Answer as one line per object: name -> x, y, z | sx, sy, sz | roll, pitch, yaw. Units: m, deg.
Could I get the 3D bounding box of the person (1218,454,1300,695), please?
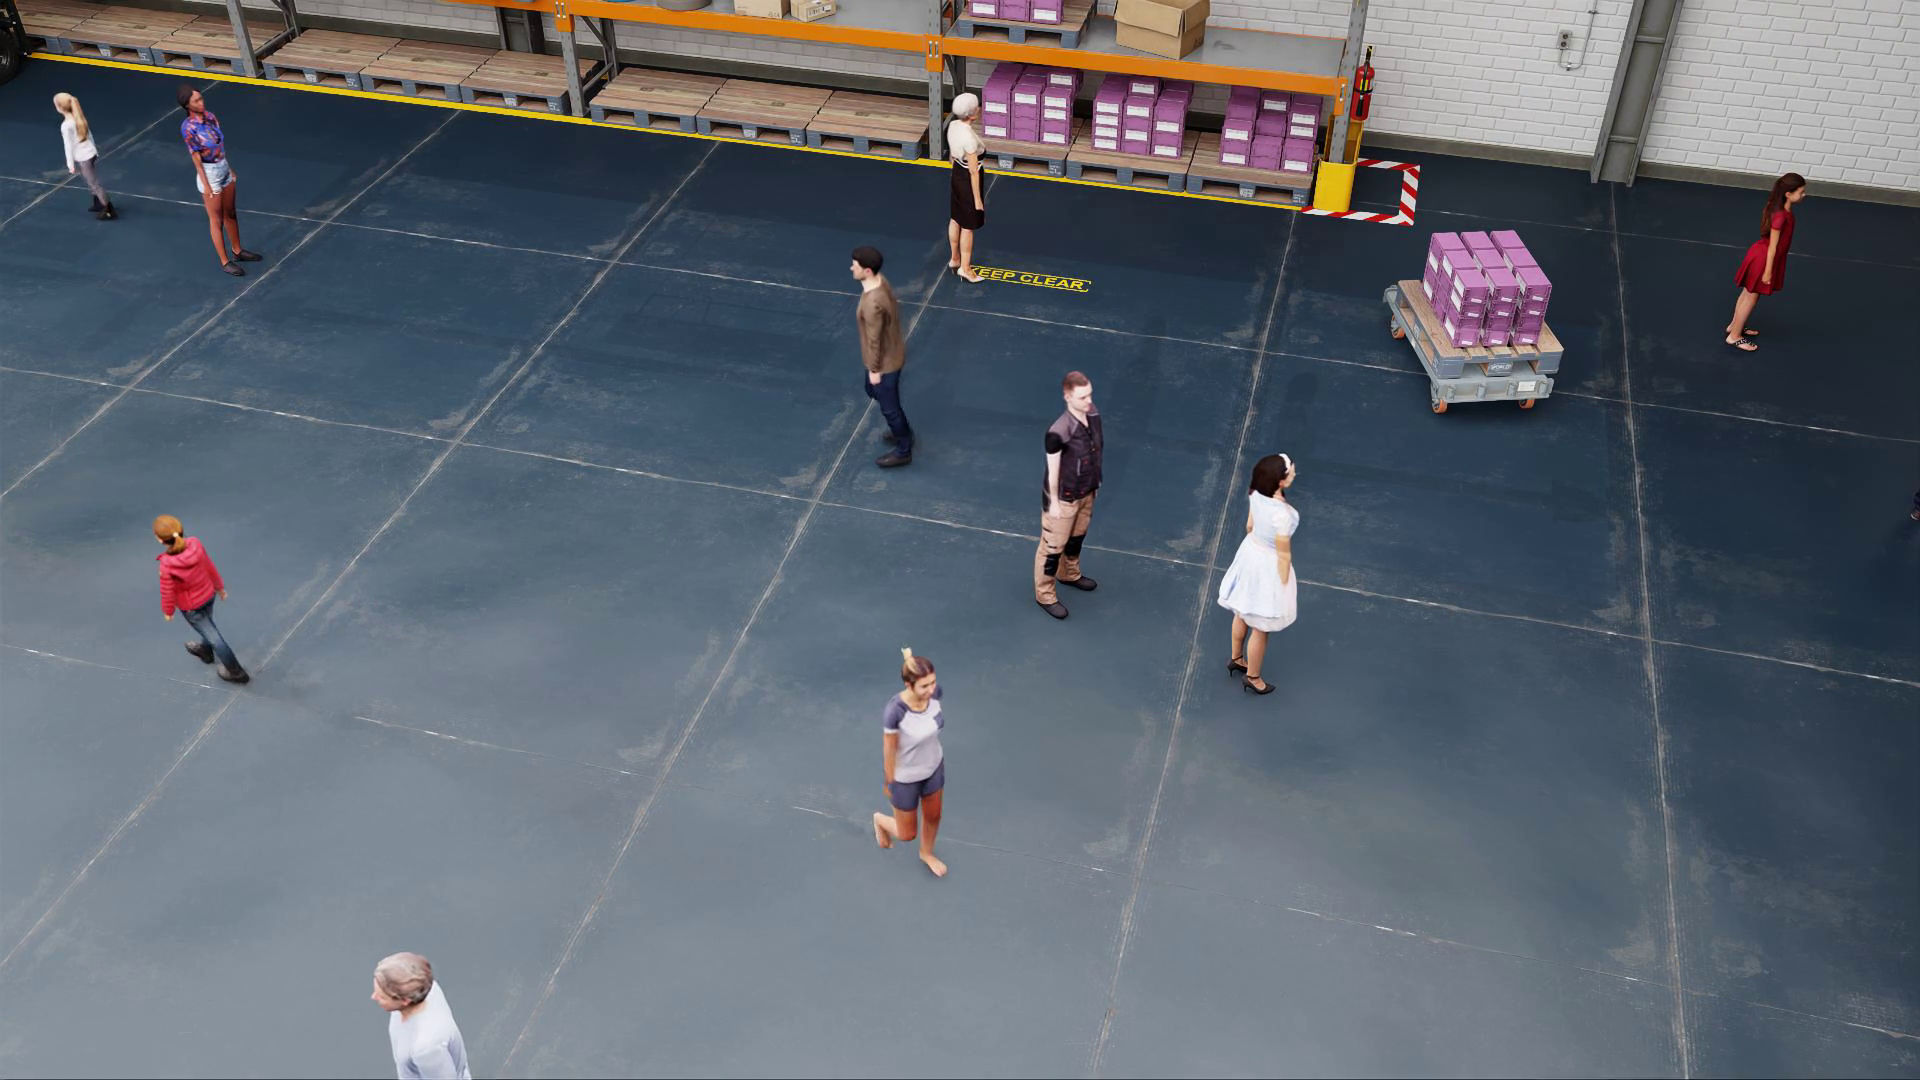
person -> 1.907, 0.217, 10.471 | 0.903, 1.818, 0.853 | -13, 40, -16

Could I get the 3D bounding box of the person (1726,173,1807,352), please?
person -> 6.727, -2.349, 13.895 | 0.625, 1.554, 0.568 | 14, 41, 17

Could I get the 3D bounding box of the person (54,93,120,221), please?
person -> -8.203, -3.615, 15.707 | 0.627, 1.272, 0.563 | 2, 39, 3

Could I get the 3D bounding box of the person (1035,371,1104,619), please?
person -> 0.728, -0.352, 11.165 | 0.744, 1.841, 0.770 | 27, 46, 30

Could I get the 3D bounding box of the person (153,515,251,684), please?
person -> -4.825, 0.407, 10.649 | 0.801, 1.298, 0.589 | 14, 41, 17

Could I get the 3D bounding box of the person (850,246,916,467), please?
person -> -0.544, -1.373, 12.424 | 0.766, 1.864, 0.770 | 0, 39, -1

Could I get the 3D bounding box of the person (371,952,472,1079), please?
person -> -2.356, 2.500, 7.552 | 0.800, 1.893, 0.750 | -18, 42, -21

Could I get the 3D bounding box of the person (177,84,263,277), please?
person -> -6.653, -3.229, 14.847 | 0.501, 1.741, 0.580 | 9, 39, 11

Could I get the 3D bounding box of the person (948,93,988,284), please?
person -> 0.044, -3.107, 14.684 | 0.745, 1.754, 0.715 | -15, 41, -18

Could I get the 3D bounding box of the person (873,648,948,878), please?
person -> -0.300, 1.248, 9.346 | 0.765, 1.611, 0.844 | -29, 47, -31
